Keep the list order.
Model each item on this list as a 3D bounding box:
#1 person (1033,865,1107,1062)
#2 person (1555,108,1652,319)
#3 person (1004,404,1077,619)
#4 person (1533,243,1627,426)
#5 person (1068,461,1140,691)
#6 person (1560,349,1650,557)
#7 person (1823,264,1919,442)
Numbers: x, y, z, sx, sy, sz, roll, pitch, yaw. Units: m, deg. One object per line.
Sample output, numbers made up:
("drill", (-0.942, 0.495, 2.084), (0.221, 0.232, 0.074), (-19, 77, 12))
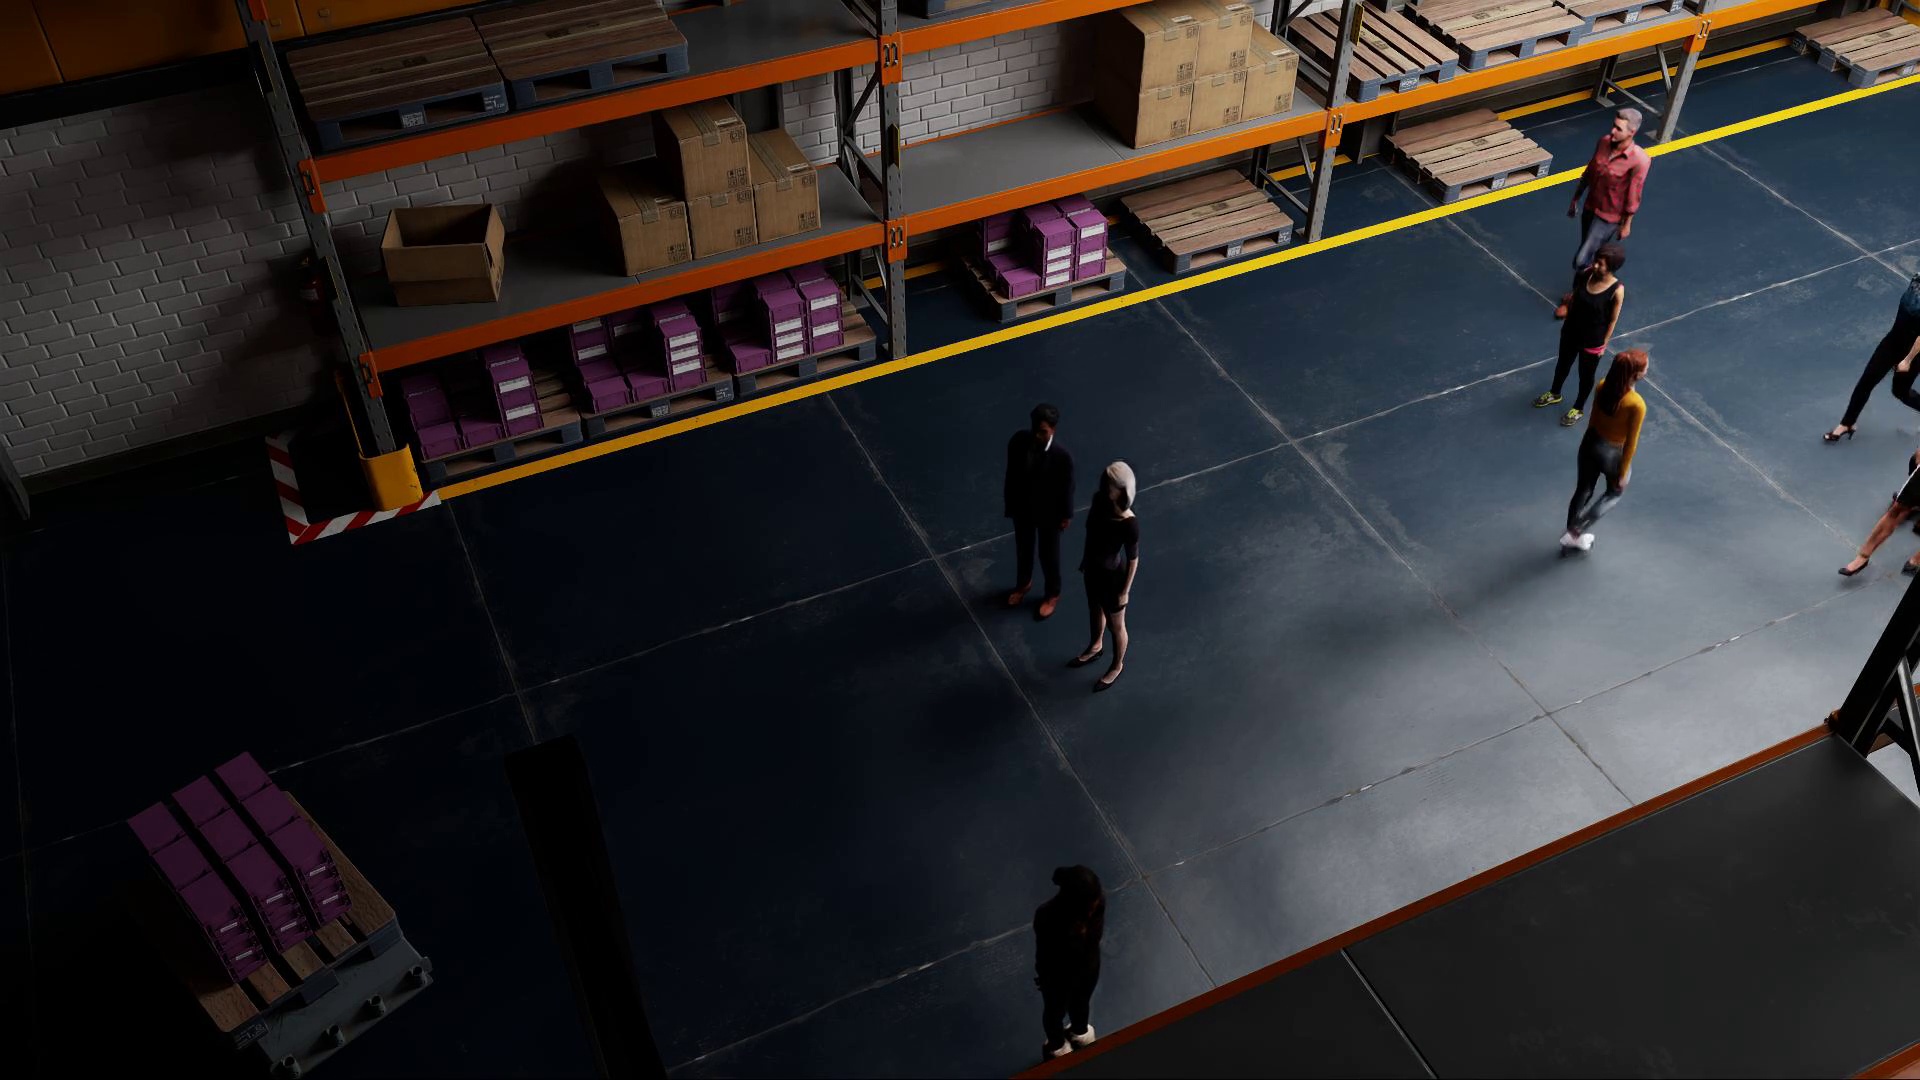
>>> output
("person", (0.549, 2.165, 8.466), (0.607, 1.661, 0.663), (0, 44, 0))
("person", (5.263, -2.659, 13.419), (0.737, 1.814, 0.722), (-16, 46, -16))
("person", (0.523, -0.219, 10.923), (0.706, 1.724, 0.730), (21, 48, 21))
("person", (4.703, -1.567, 12.463), (0.539, 1.551, 0.572), (-24, 49, -23))
("person", (0.924, 0.217, 10.389), (0.536, 1.831, 0.614), (-24, 48, -23))
("person", (4.290, -0.539, 11.246), (0.623, 1.742, 0.636), (-22, 48, -21))
("person", (6.984, -1.385, 12.159), (1.107, 1.708, 0.824), (-7, 44, -7))
